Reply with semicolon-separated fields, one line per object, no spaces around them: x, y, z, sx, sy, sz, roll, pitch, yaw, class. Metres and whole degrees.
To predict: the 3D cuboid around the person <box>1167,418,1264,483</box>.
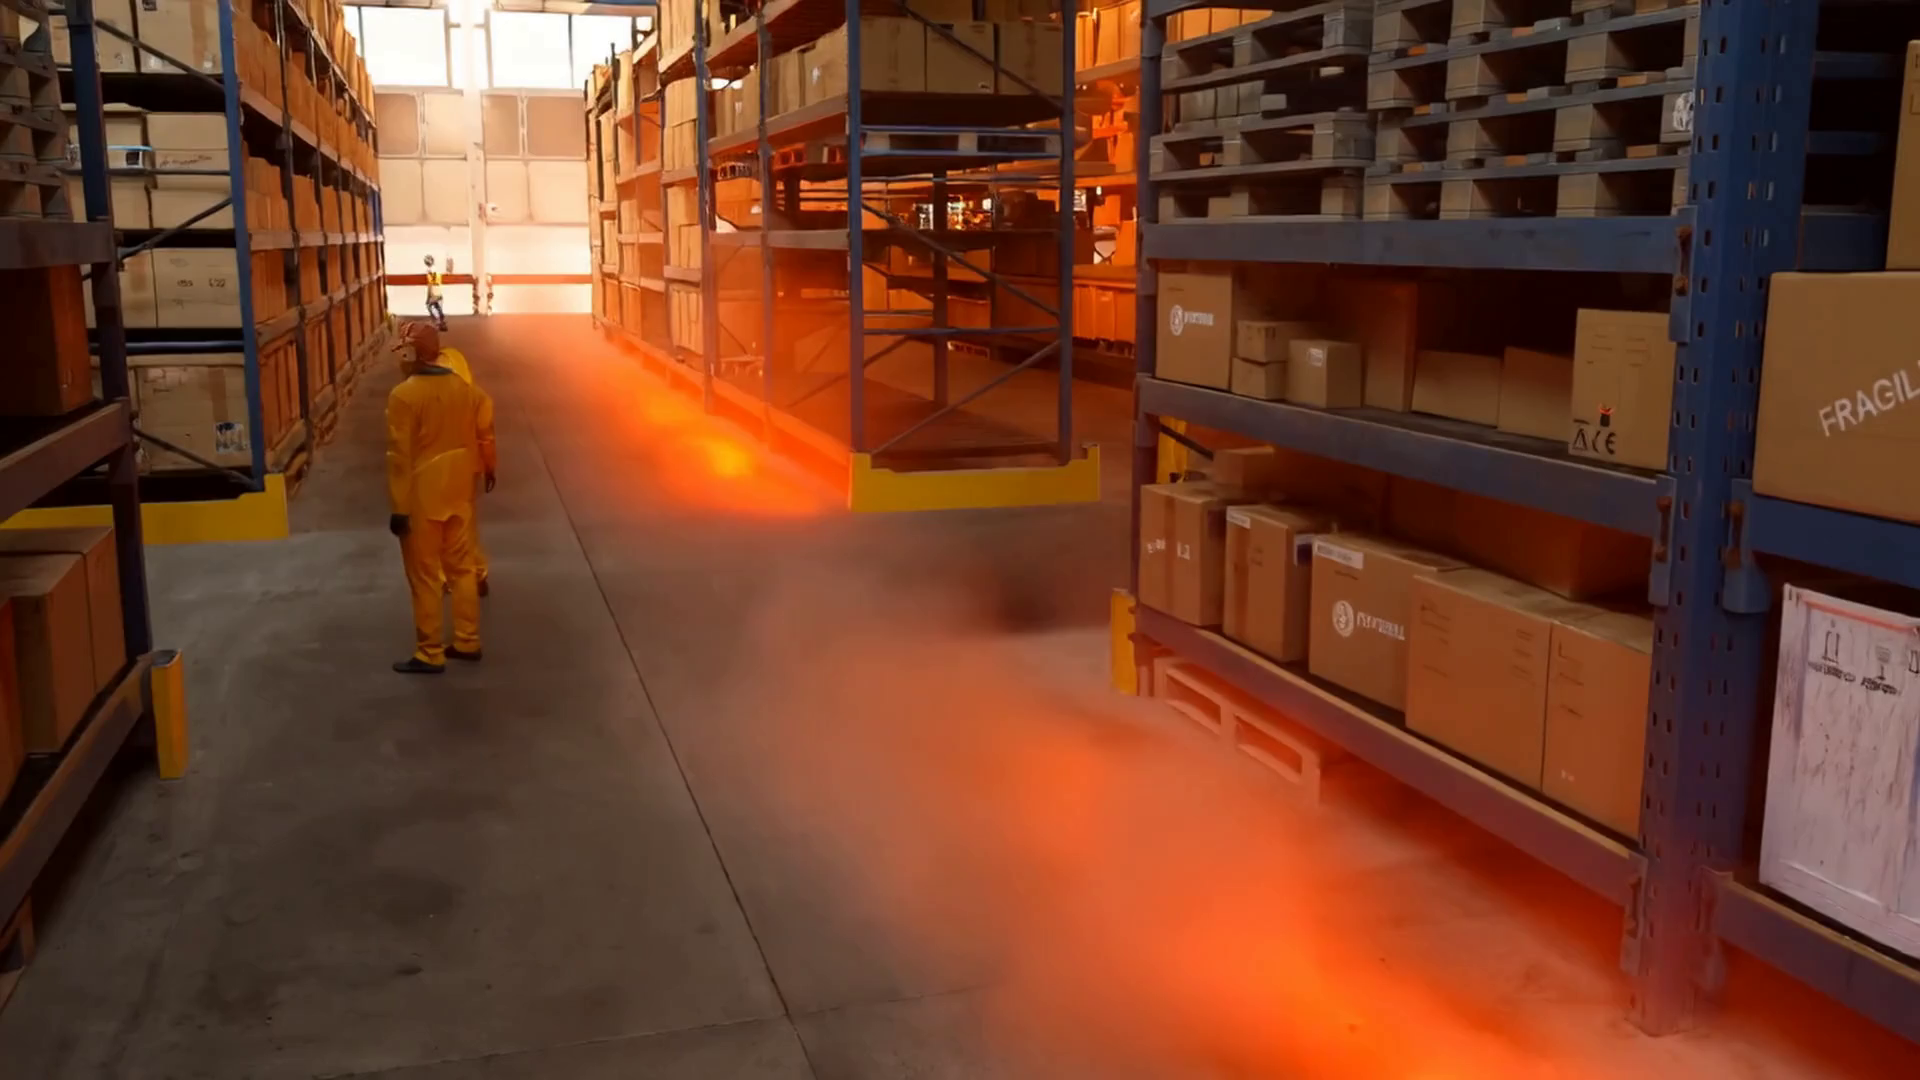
1.599;-0.467;10.480;0.624;1.844;0.429;-1;10;-5;person

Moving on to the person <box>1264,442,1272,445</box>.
2.254;-0.787;12.726;0.855;1.646;0.556;2;11;10;person

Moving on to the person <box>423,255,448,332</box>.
-12.917;-6.044;40.902;0.533;1.893;0.681;3;11;14;person

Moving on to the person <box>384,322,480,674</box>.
-2.886;-0.230;9.036;0.398;1.899;0.649;4;11;20;person

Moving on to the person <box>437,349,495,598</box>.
-3.283;-0.428;10.835;0.507;1.633;0.276;-1;10;-3;person
